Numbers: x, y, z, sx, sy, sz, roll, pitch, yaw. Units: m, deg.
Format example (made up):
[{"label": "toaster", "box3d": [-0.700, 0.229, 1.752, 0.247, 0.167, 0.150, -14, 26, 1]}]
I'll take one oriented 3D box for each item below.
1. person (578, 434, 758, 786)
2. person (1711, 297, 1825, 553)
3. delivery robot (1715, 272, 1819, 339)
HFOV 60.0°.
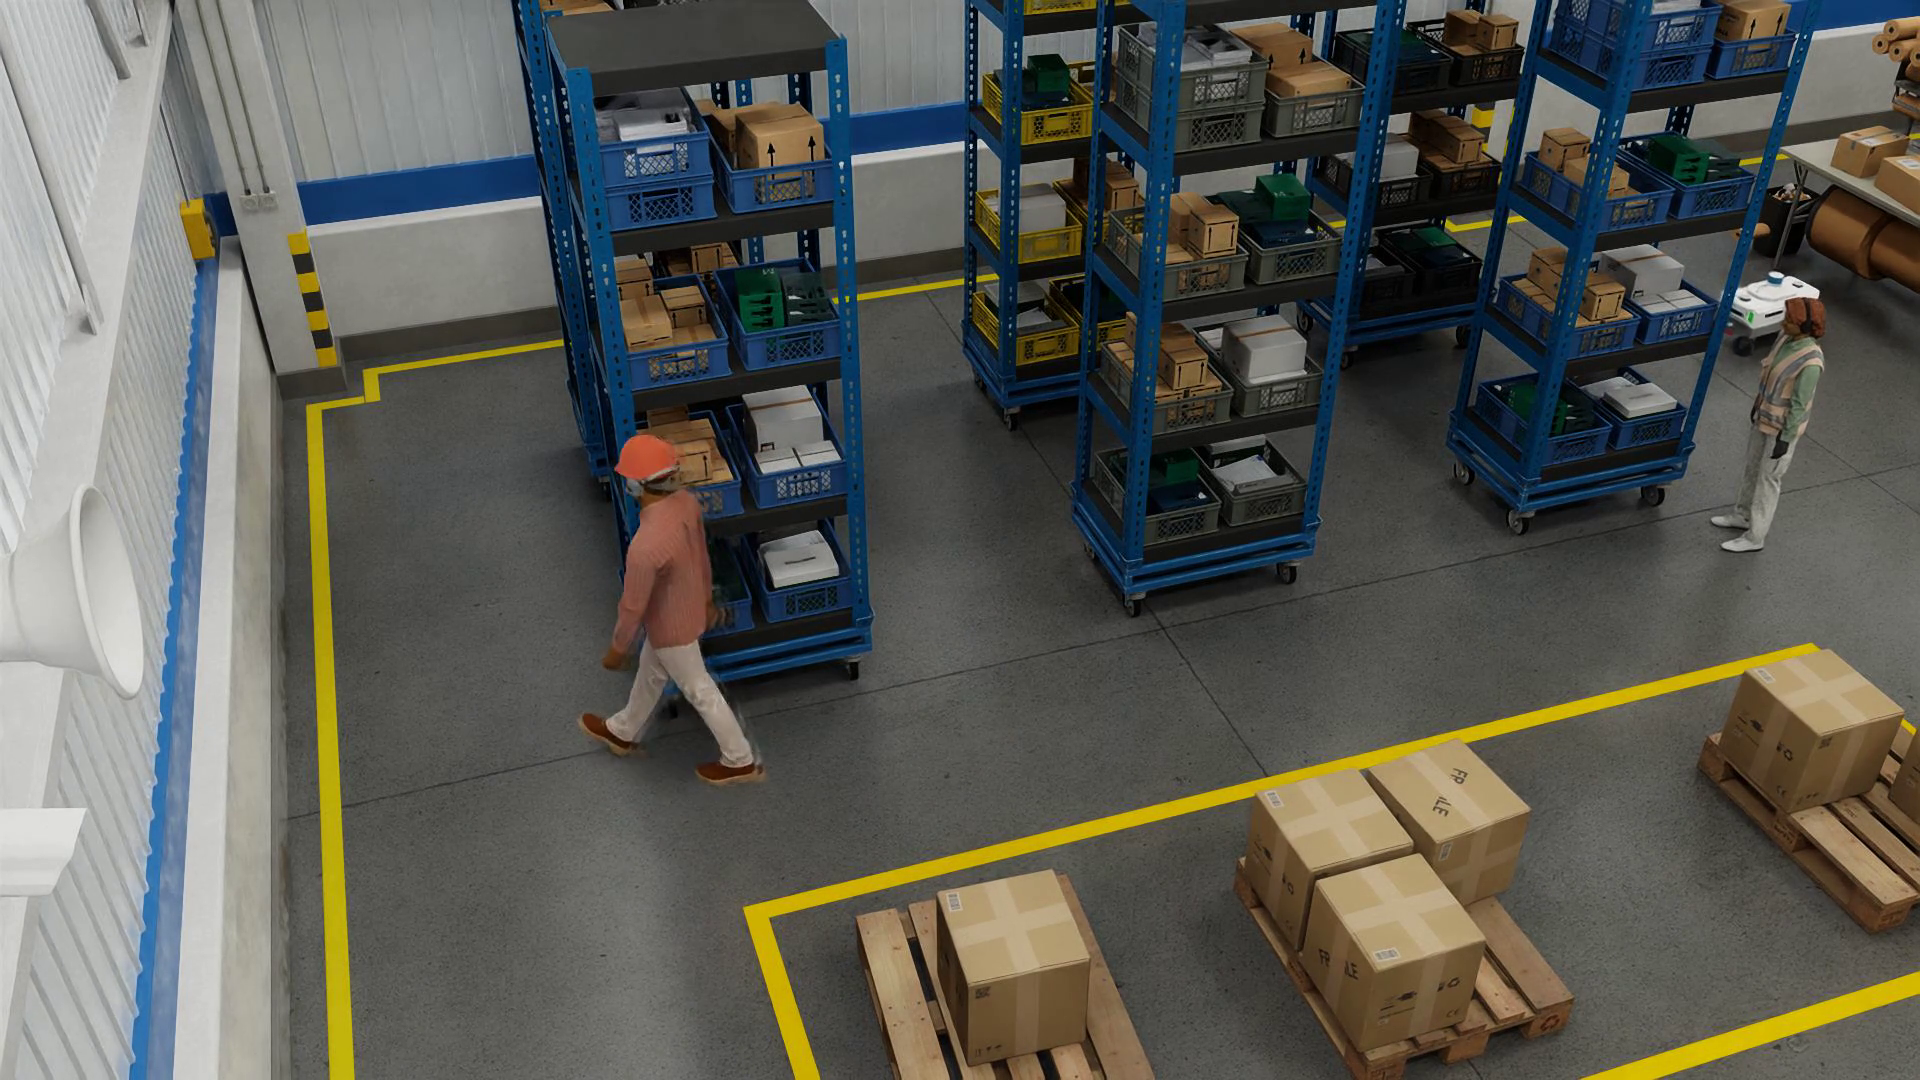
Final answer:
[{"label": "person", "box3d": [-1.487, 0.376, 8.061, 0.997, 1.931, 0.616, 4, 35, 6]}, {"label": "person", "box3d": [4.819, -0.689, 9.836, 0.321, 1.631, 0.526, 2, 35, 3]}, {"label": "delivery robot", "box3d": [5.896, -1.719, 12.146, 0.707, 0.478, 0.477, -15, 38, -20]}]
